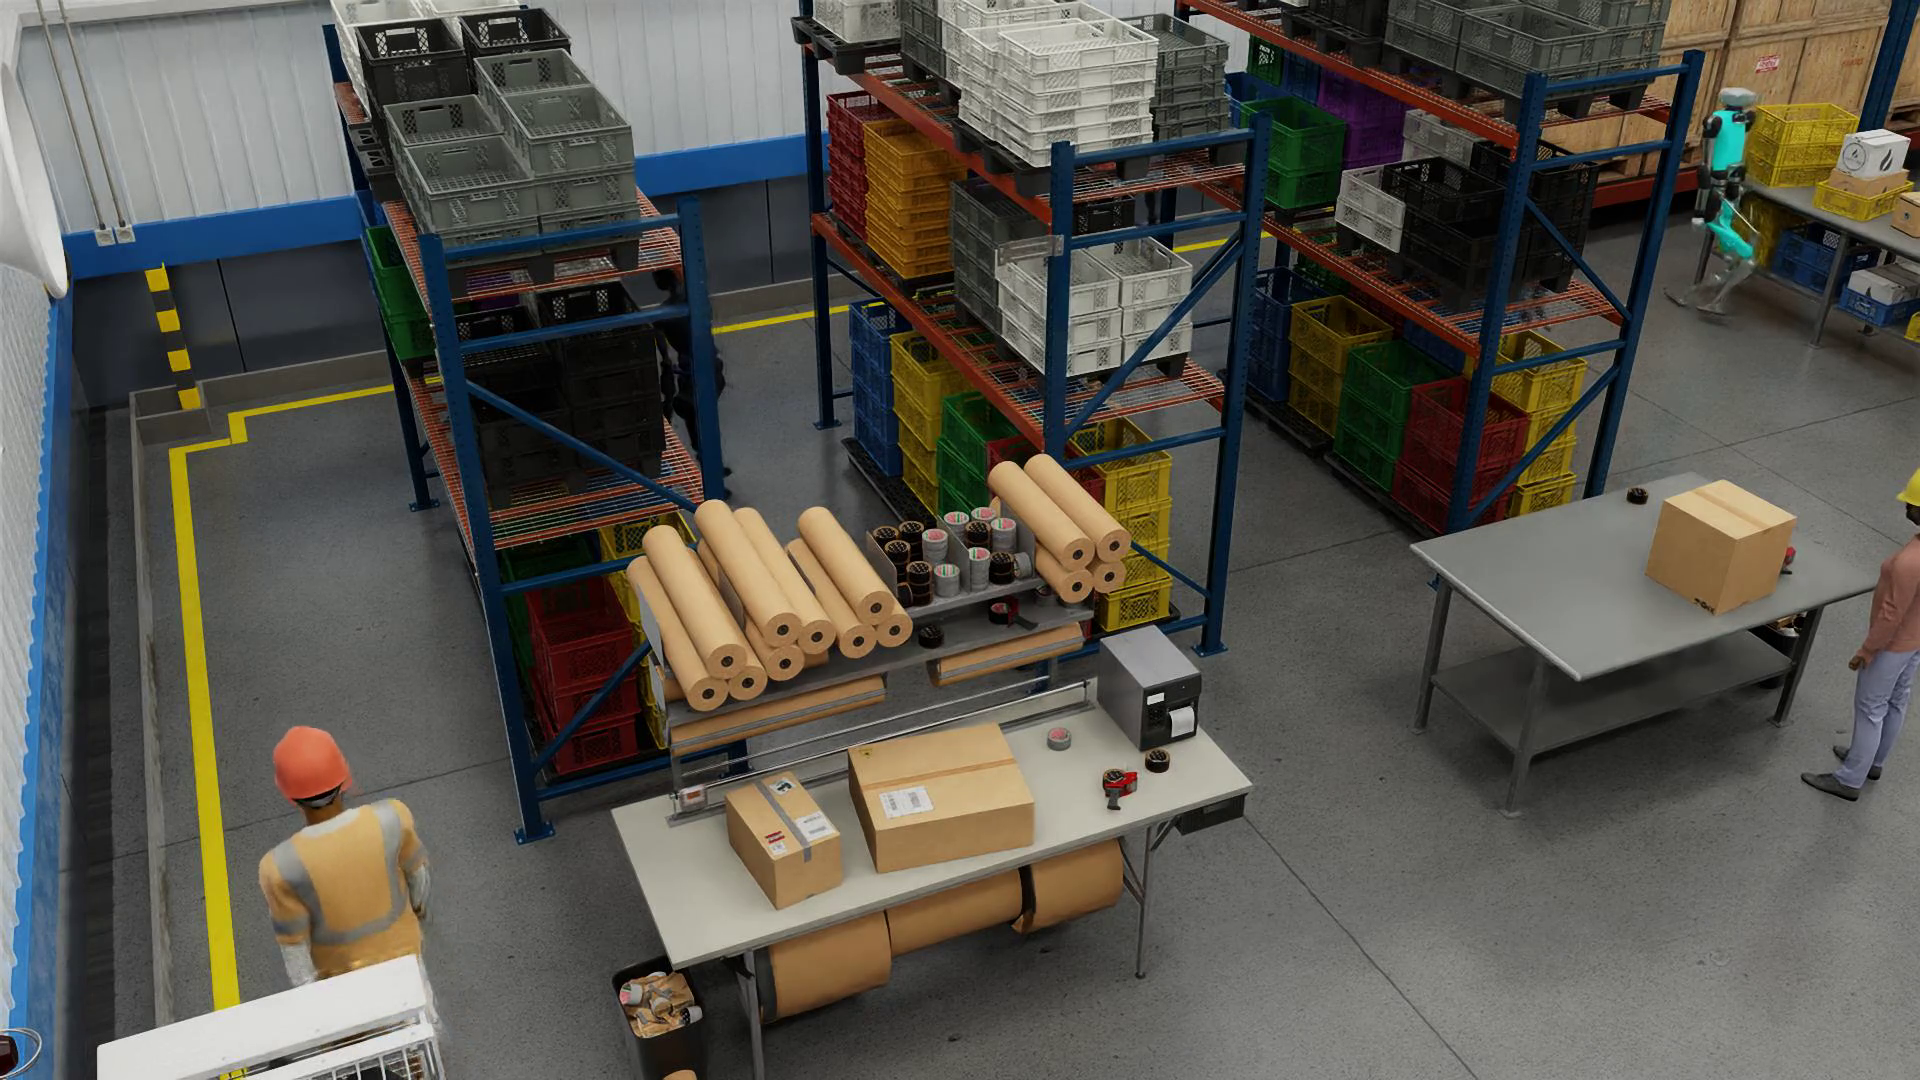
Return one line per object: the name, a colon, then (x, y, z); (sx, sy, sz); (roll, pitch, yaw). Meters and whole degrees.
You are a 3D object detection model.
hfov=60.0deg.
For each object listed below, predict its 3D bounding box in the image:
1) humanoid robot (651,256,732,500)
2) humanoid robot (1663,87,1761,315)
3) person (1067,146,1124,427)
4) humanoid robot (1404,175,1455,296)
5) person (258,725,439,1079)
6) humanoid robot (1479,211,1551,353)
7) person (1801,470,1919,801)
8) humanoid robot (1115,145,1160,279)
humanoid robot: (-1.644, -0.976, 10.224); (0.361, 1.643, 0.612); (13, 34, 20)
humanoid robot: (5.876, -2.474, 12.603); (0.572, 1.778, 0.893); (-20, 37, -29)
person: (0.892, -1.709, 11.077); (0.402, 2.029, 0.606); (23, 38, 32)
humanoid robot: (3.493, -2.075, 12.052); (0.604, 1.617, 0.803); (-20, 37, -29)
person: (-2.183, 1.456, 6.060); (0.560, 1.890, 0.965); (-18, 36, -27)
humanoid robot: (3.679, -1.558, 11.215); (0.601, 1.657, 0.745); (-17, 35, -25)
person: (4.377, 0.447, 7.822); (0.523, 1.762, 0.323); (-22, 38, -31)
humanoid robot: (1.156, -2.055, 11.988); (0.617, 1.639, 0.590); (7, 32, 11)
